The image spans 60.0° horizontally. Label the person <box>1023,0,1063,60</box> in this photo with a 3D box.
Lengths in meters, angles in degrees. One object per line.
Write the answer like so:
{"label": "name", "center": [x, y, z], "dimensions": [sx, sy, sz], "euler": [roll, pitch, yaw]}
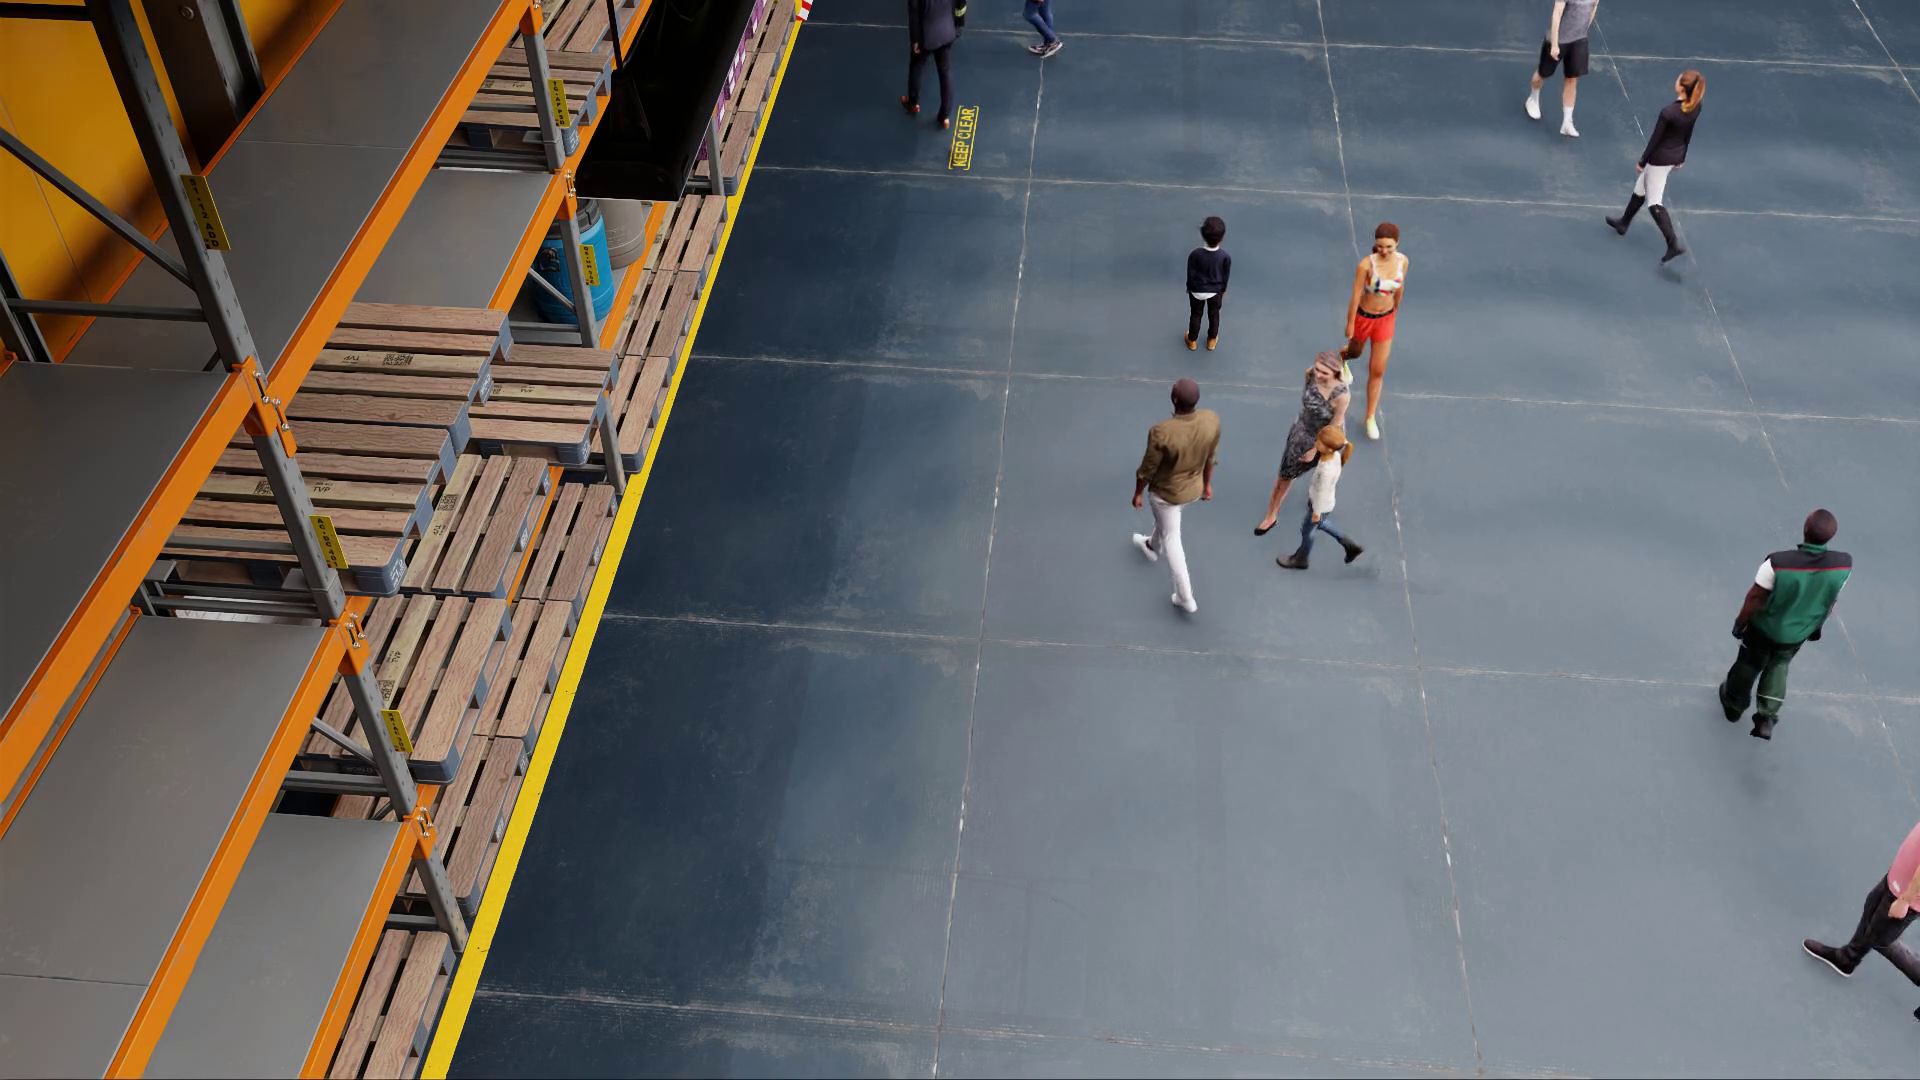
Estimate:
{"label": "person", "center": [0.945, -5.729, 17.032], "dimensions": [0.784, 1.694, 0.668], "euler": [13, 45, 14]}

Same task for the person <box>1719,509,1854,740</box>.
{"label": "person", "center": [5.106, 0.583, 10.307], "dimensions": [0.697, 1.830, 0.858], "euler": [4, 44, 5]}

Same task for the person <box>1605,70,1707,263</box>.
{"label": "person", "center": [6.124, -3.200, 14.375], "dimensions": [1.009, 1.697, 1.197], "euler": [-21, 47, -20]}

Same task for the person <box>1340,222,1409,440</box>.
{"label": "person", "center": [3.127, -1.726, 12.792], "dimensions": [0.771, 1.746, 1.197], "euler": [-7, 44, -7]}

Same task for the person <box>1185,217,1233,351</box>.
{"label": "person", "center": [2.016, -2.078, 13.539], "dimensions": [0.500, 1.225, 0.477], "euler": [2, 44, 2]}

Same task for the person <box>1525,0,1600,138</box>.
{"label": "person", "center": [5.796, -4.889, 16.049], "dimensions": [0.848, 1.833, 1.224], "euler": [-5, 44, -5]}

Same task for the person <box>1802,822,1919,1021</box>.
{"label": "person", "center": [5.195, 1.881, 8.866], "dimensions": [1.046, 1.938, 1.067], "euler": [30, 51, 28]}

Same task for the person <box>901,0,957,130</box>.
{"label": "person", "center": [-0.210, -4.804, 15.984], "dimensions": [0.947, 1.800, 1.059], "euler": [-15, 46, -15]}

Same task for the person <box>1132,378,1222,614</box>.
{"label": "person", "center": [1.488, -0.289, 11.247], "dimensions": [1.102, 1.796, 1.266], "euler": [-19, 47, -19]}

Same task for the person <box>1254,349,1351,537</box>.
{"label": "person", "center": [2.639, -0.775, 11.864], "dimensions": [1.114, 1.649, 1.003], "euler": [-33, 53, -30]}

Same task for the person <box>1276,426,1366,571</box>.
{"label": "person", "center": [2.584, -0.252, 11.568], "dimensions": [0.603, 1.300, 0.776], "euler": [9, 44, 10]}
